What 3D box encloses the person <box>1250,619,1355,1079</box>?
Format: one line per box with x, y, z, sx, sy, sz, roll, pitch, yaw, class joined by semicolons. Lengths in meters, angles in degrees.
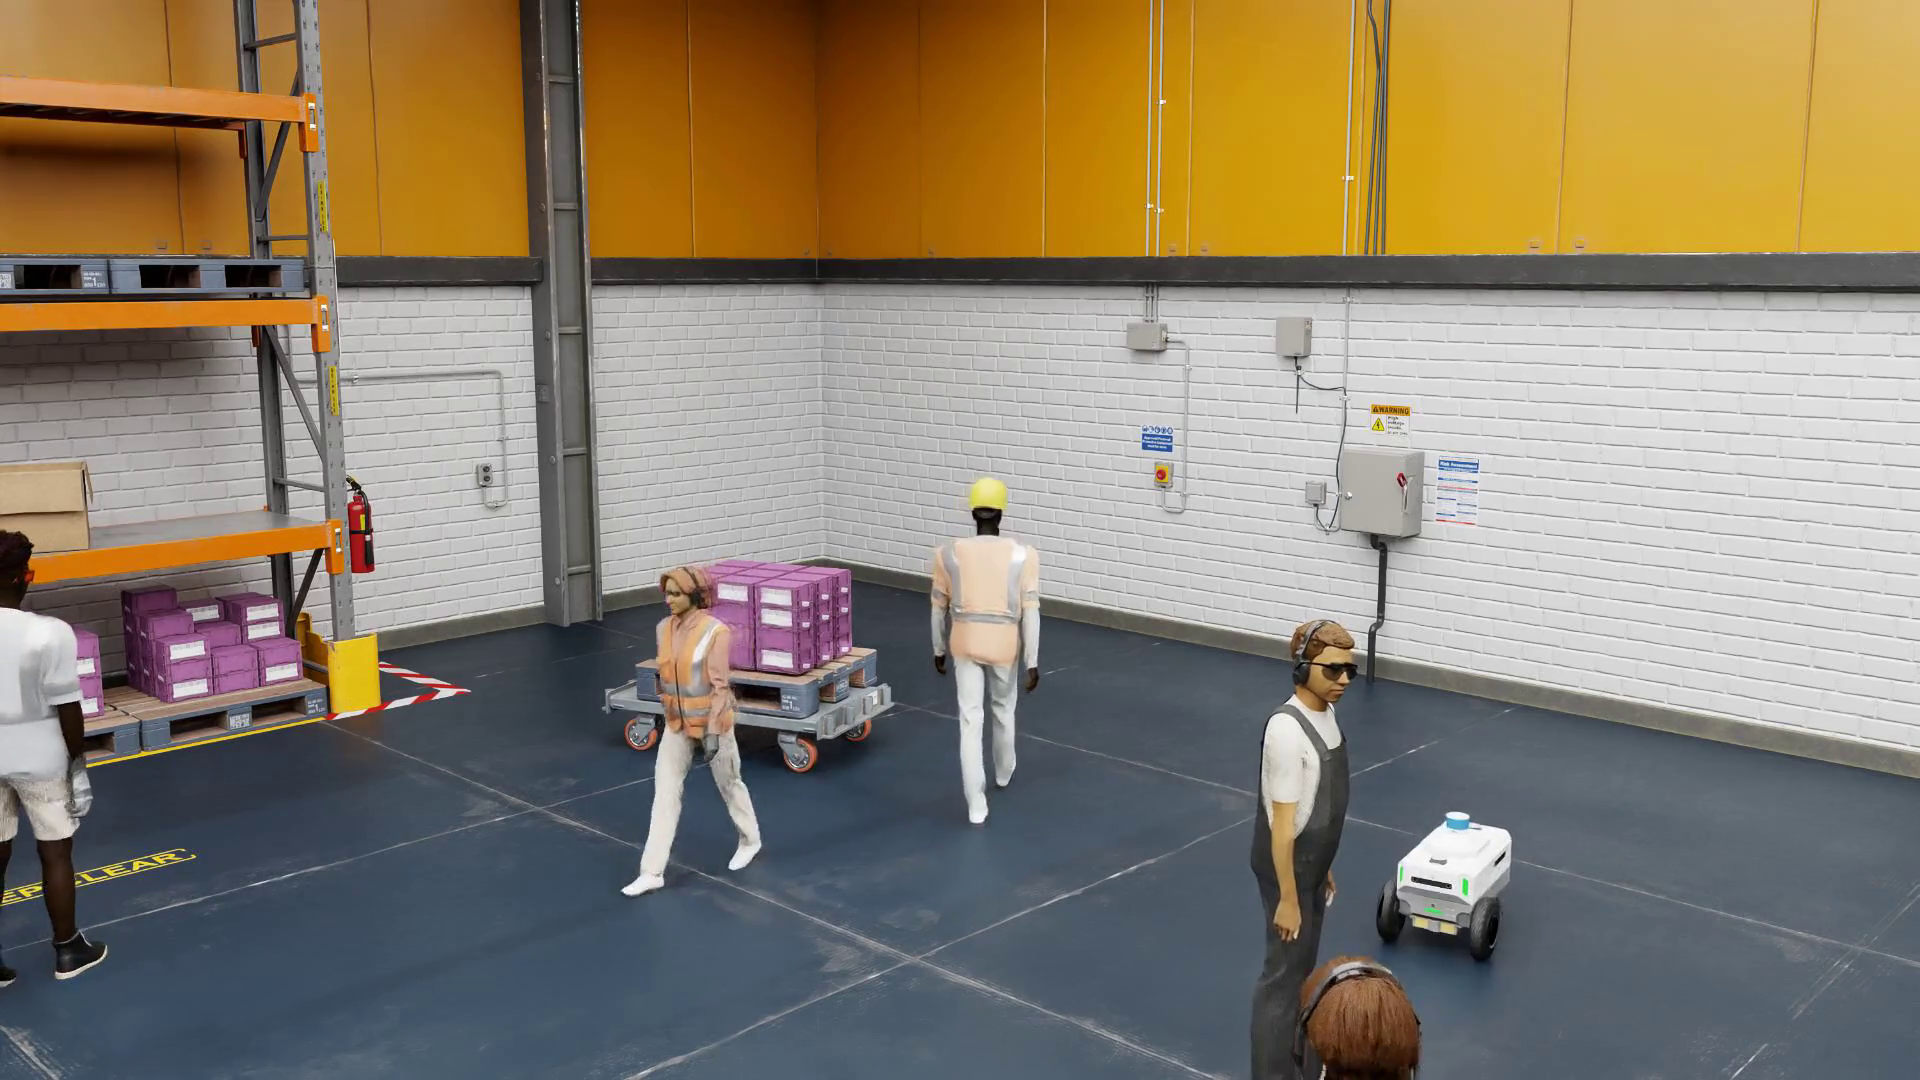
1.200;1.178;5.810;0.349;1.843;0.506;4;10;26;person

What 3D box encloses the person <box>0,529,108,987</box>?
-3.980;0.926;7.012;0.624;1.971;0.427;0;9;-2;person

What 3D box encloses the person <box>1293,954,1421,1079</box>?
0.683;1.657;2.955;0.634;1.821;0.759;1;9;5;person

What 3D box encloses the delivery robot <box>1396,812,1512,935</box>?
2.259;1.485;7.578;0.477;0.478;0.707;6;11;33;delivery robot

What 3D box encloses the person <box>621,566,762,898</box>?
-1.293;0.913;8.190;0.522;1.597;0.854;6;11;33;person

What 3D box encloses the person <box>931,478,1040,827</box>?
0.145;0.586;9.317;0.615;1.873;0.969;1;9;5;person
